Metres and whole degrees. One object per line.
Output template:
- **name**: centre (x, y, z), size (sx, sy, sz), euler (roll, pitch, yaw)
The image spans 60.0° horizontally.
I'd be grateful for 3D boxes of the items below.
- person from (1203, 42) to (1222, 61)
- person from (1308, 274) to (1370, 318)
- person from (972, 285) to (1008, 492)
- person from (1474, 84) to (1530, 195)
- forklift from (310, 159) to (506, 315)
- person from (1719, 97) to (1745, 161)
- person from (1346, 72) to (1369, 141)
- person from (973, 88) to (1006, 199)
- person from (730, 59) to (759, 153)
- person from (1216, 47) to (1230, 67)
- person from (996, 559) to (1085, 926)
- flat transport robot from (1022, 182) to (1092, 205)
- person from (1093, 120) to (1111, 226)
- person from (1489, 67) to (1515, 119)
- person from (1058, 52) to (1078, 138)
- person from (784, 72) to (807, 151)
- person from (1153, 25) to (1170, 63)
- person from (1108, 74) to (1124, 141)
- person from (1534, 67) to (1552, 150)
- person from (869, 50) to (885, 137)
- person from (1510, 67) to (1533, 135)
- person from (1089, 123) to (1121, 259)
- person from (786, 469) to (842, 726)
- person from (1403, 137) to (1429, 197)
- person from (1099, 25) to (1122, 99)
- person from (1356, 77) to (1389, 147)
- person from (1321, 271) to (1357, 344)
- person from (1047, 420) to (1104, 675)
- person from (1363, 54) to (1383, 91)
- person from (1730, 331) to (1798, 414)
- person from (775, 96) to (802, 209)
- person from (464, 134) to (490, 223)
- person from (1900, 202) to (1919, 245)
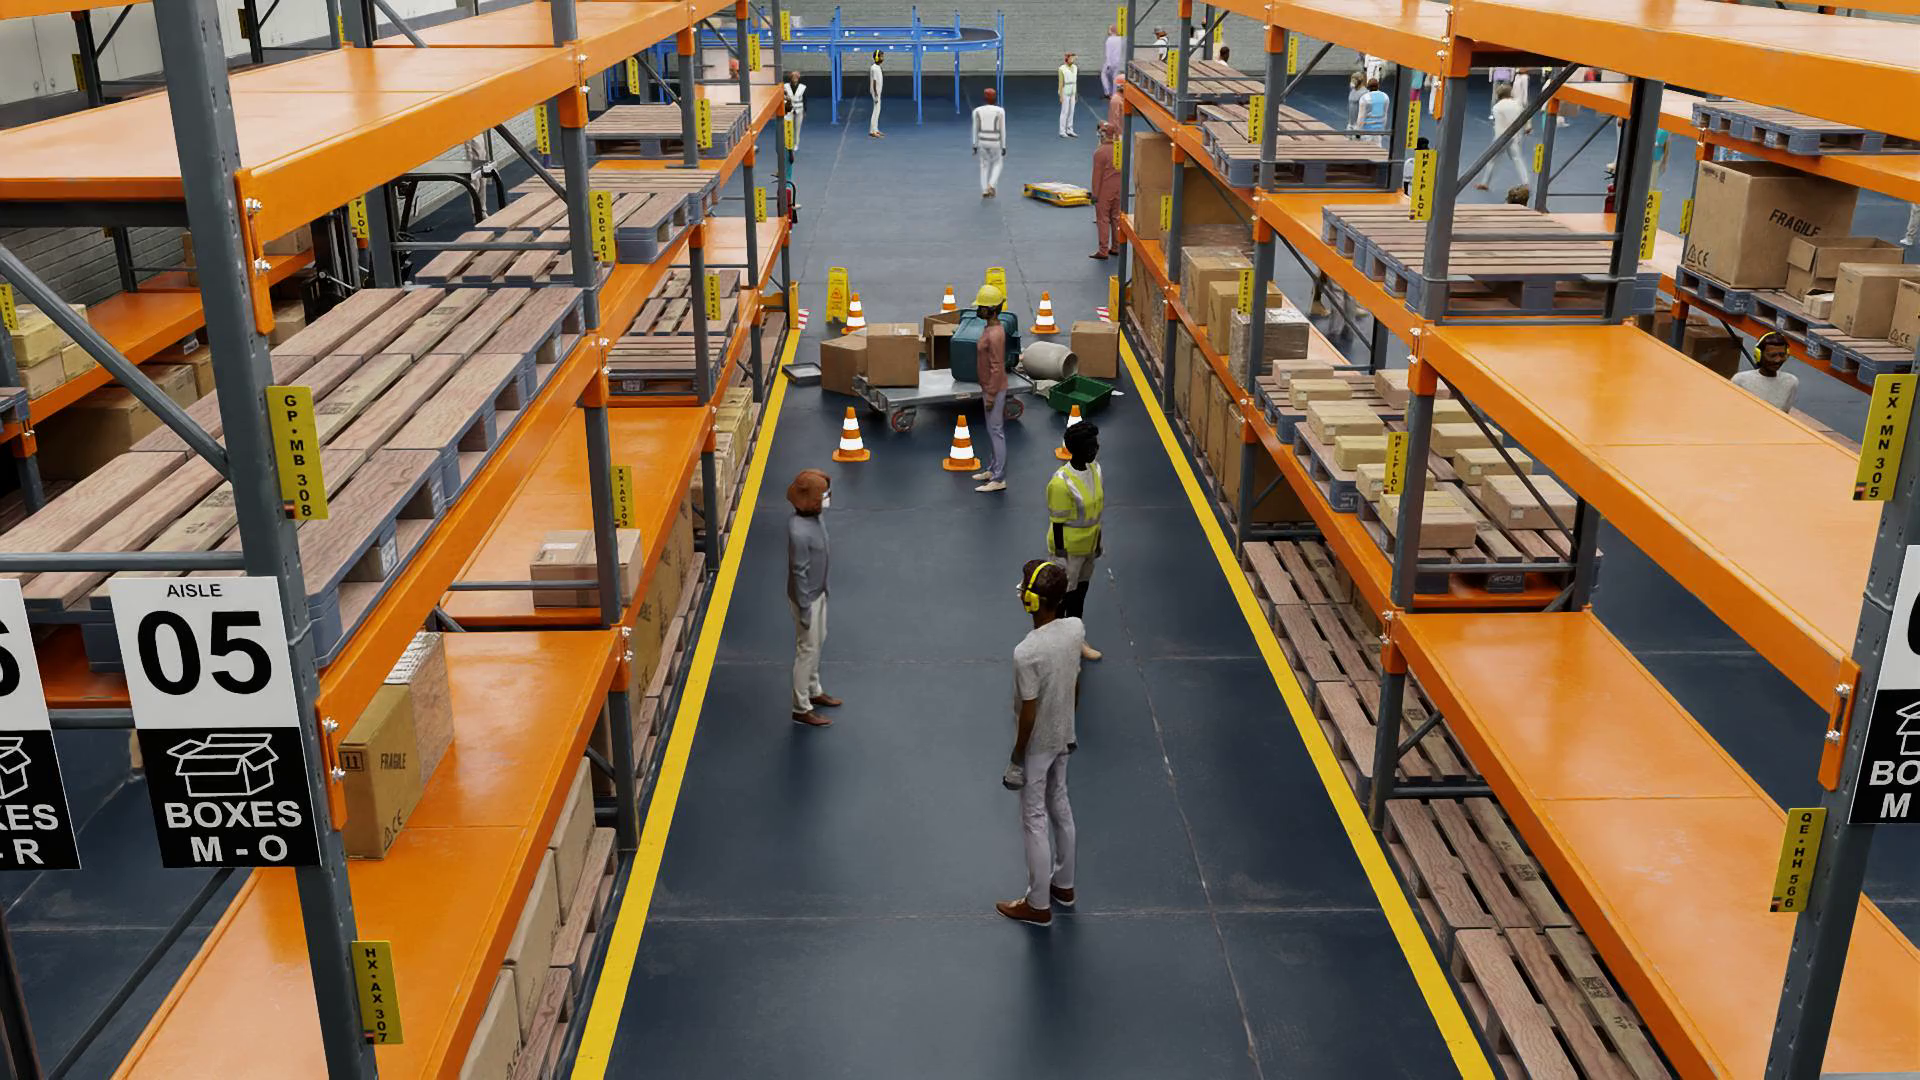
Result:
- **person**: centre (6.581, -12.407, 43.387), size (0.537, 1.880, 1.018), euler (-9, 23, -23)
- **person**: centre (4.629, -3.634, 20.027), size (0.816, 1.990, 0.681), euler (15, 26, 35)
- **person**: centre (0.253, -1.287, 14.139), size (0.311, 1.768, 0.532), euler (-1, 21, -2)
- **person**: centre (9.614, -6.998, 29.113), size (0.671, 1.874, 1.094), euler (-11, 23, -26)
- **forklift**: centre (-5.622, -2.910, 17.832), size (2.313, 2.155, 1.214), euler (-1, 21, -1)
- **person**: centre (15.296, -8.379, 32.693), size (0.395, 1.910, 0.586), euler (-14, 25, -32)
- **person**: centre (7.327, -7.671, 30.796), size (0.387, 1.928, 0.638), euler (-5, 21, -13)
- **person**: centre (0.517, -6.785, 28.517), size (0.589, 1.872, 0.414), euler (7, 22, 17)
- **person**: centre (-4.556, -8.873, 34.045), size (0.563, 1.869, 0.968), euler (-18, 27, -40)
- **person**: centre (5.744, -9.931, 36.792), size (0.405, 1.906, 0.604), euler (-6, 21, -15)
- **person**: centre (0.387, 0.975, 8.014), size (0.315, 1.870, 0.532), euler (15, 25, 34)
- **flat transport robot**: centre (1.698, -5.973, 28.604), size (0.652, 0.197, 1.431), euler (-11, 23, -26)
- **person**: centre (2.271, -5.773, 26.193), size (0.288, 1.629, 0.501), euler (-3, 21, -8)
- **person**: centre (12.869, -10.971, 39.522), size (0.584, 1.919, 0.375), euler (7, 22, 18)
- **person**: centre (2.348, -9.726, 36.356), size (0.404, 1.832, 0.571), euler (16, 26, 37)
- **person**: centre (-3.401, -8.766, 34.125), size (0.526, 1.594, 0.849), euler (-2, 21, -4)
- **person**: centre (4.992, -11.983, 42.027), size (0.535, 2.000, 0.674), euler (9, 22, 21)
- **person**: centre (2.836, -7.275, 29.650), size (0.395, 1.990, 0.619), euler (4, 21, 12)
- **person**: centre (12.152, -8.969, 34.442), size (0.316, 1.769, 0.523), euler (12, 24, 29)
- **person**: centre (-1.824, -9.780, 36.466), size (0.338, 1.860, 0.511), euler (2, 21, 4)
- **person**: centre (12.349, -9.722, 36.657), size (0.831, 1.599, 0.510), euler (-2, 21, -5)
- **person**: centre (2.080, -4.978, 23.722), size (0.398, 1.898, 0.636), euler (16, 26, 37)
- **person**: centre (-0.900, 0.340, 10.037), size (0.278, 1.621, 0.511), euler (3, 21, 8)
- **person**: centre (6.517, -4.894, 23.768), size (0.532, 1.697, 0.319), euler (-12, 24, -30)
- **person**: centre (3.957, -12.609, 43.896), size (0.590, 1.884, 0.647), euler (18, 27, 39)
- **person**: centre (7.560, -7.570, 30.646), size (0.624, 1.841, 0.430), euler (-8, 22, -21)
- **person**: centre (4.356, -3.217, 18.986), size (0.615, 1.945, 0.404), euler (-16, 26, -37)
- **person**: centre (0.744, 0.039, 10.735), size (0.320, 1.693, 0.534), euler (14, 25, 33)
- **person**: centre (10.754, -12.362, 43.263), size (0.570, 1.880, 0.354), euler (-12, 24, -29)
- **person**: centre (5.831, -0.618, 12.224), size (0.512, 1.872, 0.328), euler (-1, 21, -2)
- **person**: centre (-2.881, -6.436, 27.638), size (0.345, 1.846, 0.508), euler (-9, 22, -22)
- **person**: centre (-7.640, -5.908, 26.385), size (0.295, 1.743, 0.493), euler (5, 21, 12)
- **person**: centre (14.328, -5.242, 24.635), size (0.484, 1.737, 0.322), euler (2, 21, 6)
